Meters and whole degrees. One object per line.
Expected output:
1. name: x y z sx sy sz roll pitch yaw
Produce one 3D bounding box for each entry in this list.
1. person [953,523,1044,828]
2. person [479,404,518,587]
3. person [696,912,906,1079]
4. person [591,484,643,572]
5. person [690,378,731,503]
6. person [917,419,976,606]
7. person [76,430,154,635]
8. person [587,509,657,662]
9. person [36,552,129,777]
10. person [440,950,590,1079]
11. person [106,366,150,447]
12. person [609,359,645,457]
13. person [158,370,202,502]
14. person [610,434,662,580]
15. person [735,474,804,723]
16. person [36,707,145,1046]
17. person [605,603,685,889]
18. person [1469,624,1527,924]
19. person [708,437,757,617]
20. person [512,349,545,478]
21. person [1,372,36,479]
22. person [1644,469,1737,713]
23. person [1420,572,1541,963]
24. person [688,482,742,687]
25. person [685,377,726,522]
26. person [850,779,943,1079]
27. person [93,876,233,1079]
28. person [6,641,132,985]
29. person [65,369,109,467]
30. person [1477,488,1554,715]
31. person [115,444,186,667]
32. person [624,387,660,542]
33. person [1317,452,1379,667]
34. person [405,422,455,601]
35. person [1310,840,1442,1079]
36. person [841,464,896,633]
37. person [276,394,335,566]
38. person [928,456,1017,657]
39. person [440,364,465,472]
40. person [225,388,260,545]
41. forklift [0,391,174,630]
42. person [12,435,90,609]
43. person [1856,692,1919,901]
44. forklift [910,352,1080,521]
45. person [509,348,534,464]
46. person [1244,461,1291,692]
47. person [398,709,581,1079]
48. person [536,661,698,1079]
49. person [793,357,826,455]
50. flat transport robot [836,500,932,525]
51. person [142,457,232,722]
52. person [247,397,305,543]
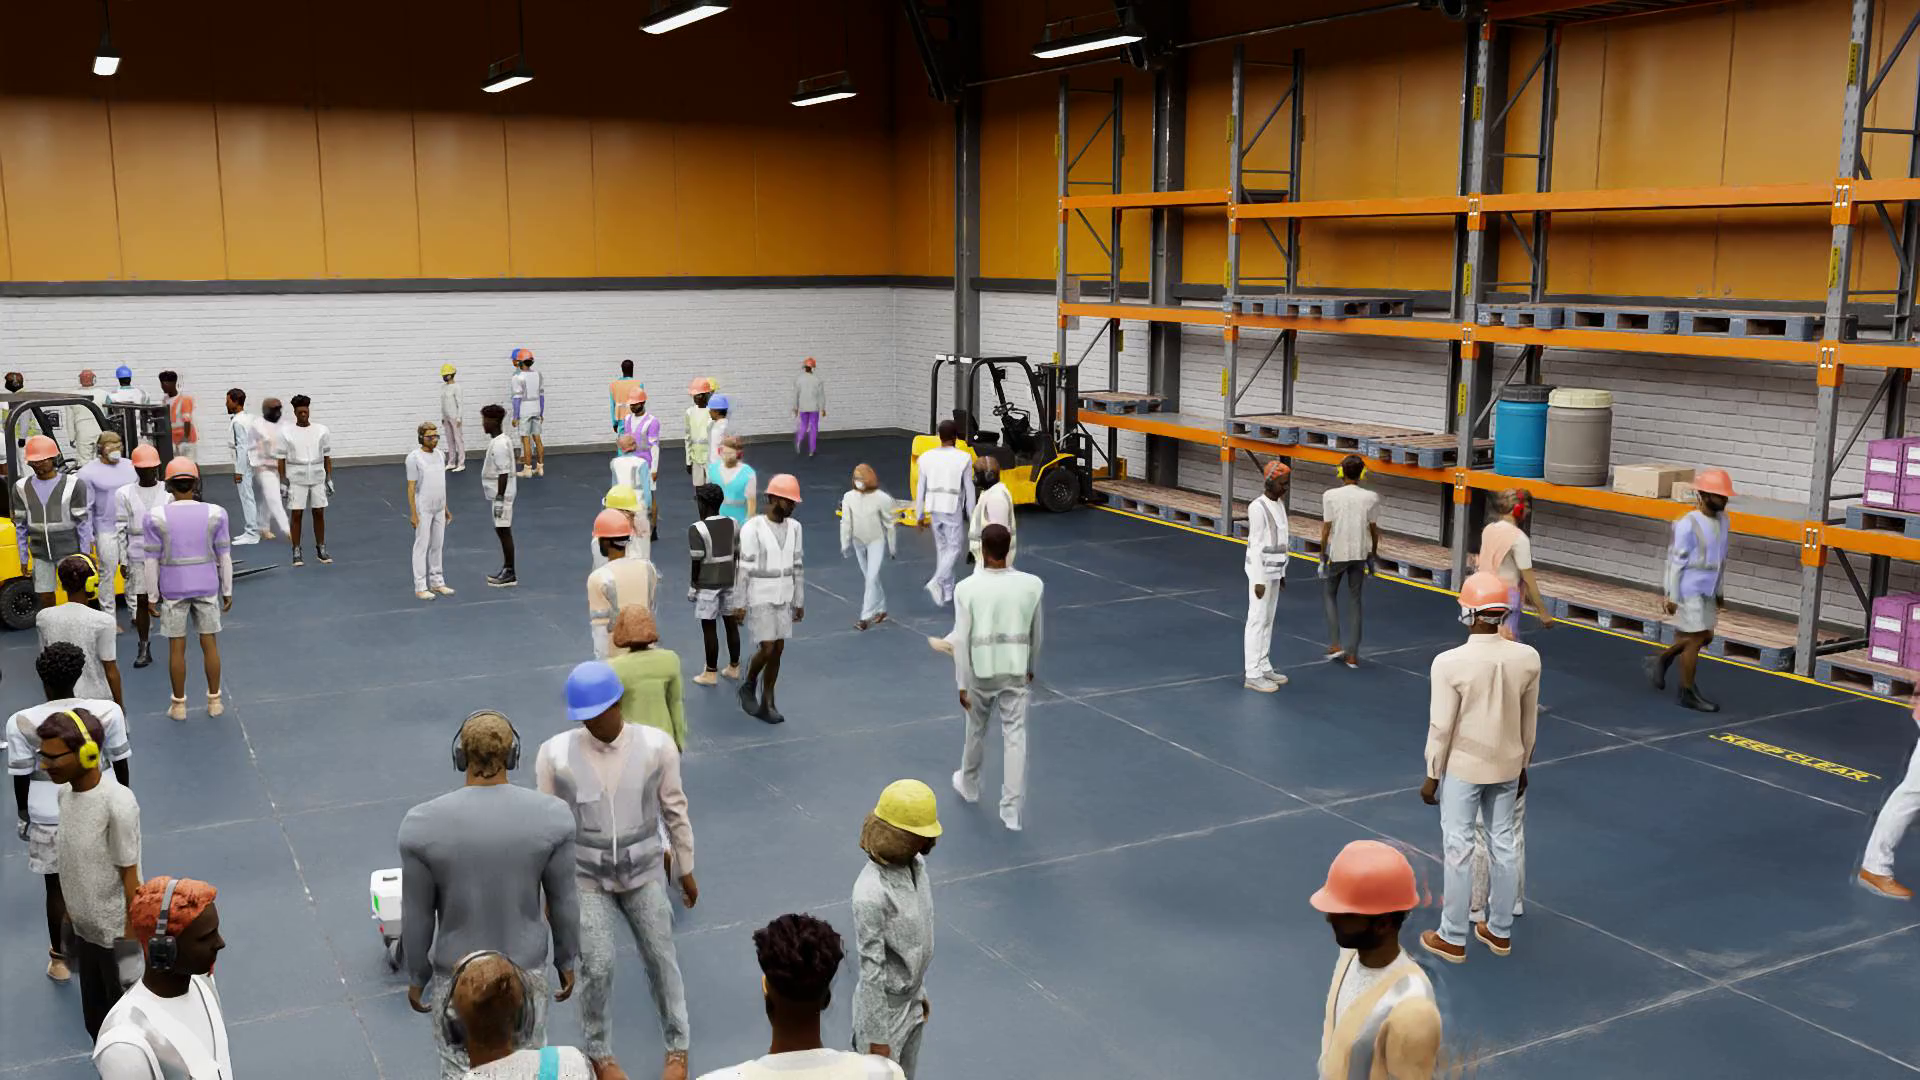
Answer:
1. person: 0.224 0.821 10.599 0.592 1.884 0.889 -2 10 -9
2. person: -4.949 -0.479 17.858 0.367 1.965 0.657 -3 10 -14
3. person: -0.394 1.907 4.164 0.622 1.943 0.697 -4 11 -23
4. person: -2.607 0.471 12.800 0.403 1.819 0.602 1 10 8
5. person: -3.527 -1.452 23.988 0.611 1.785 0.941 5 11 26
6. person: -0.163 -0.275 16.883 0.618 1.890 0.741 4 11 24
7. person: -7.925 -0.072 15.613 0.385 1.929 0.635 7 12 36
8. person: -2.266 0.744 10.941 0.649 1.918 0.554 10 14 44
9. person: -5.068 0.996 9.654 0.506 1.864 0.332 2 10 9
10. person: -1.134 1.958 4.324 0.498 1.804 0.943 -8 13 -38
11. person: -11.963 -1.535 23.971 0.408 1.942 0.615 9 13 42
12. person: -5.173 -1.852 25.912 0.599 1.908 0.401 4 10 20
13. person: -10.920 -1.395 23.181 0.641 1.939 0.635 5 11 26
14. person: -3.551 -0.350 18.137 0.616 1.607 0.320 6 11 30
15. person: -1.421 0.452 12.625 0.589 1.913 0.434 -9 13 -41
16. person: -3.340 1.552 6.466 0.523 1.858 0.337 7 12 35
17. person: -1.742 1.171 9.389 0.512 1.609 0.686 -8 12 -38
18. person: 2.848 1.241 8.908 0.513 1.631 0.318 -5 11 -25
19. person: -2.256 -0.165 16.599 0.619 1.779 0.942 4 11 24
20. person: -6.875 -2.012 26.440 0.374 2.044 0.605 7 12 34
21. person: -13.695 -1.525 24.217 0.429 1.844 0.626 -7 12 -36
22. person: 5.737 0.367 13.091 0.567 1.922 0.680 -6 12 -33
23. person: 2.616 1.145 8.403 0.608 1.995 0.377 -3 10 -16
24. person: -2.024 0.365 13.759 0.319 1.694 0.534 9 13 42
25. person: -3.185 -1.006 20.697 0.601 2.035 0.404 5 11 28
26. person: -0.214 1.696 5.980 0.319 1.734 0.483 4 10 19
27. person: -2.184 1.851 4.680 0.358 1.880 0.575 -1 10 -4
28. person: -4.355 1.332 8.183 0.540 1.696 0.316 -6 12 -32
29. person: -12.443 -1.496 23.863 0.639 1.909 0.409 -4 11 -22
30. person: 4.194 0.504 12.623 0.769 1.808 0.583 -1 10 -5
31. person: -6.972 0.137 14.370 0.552 1.936 0.362 -4 11 -21
32. person: -3.955 -0.930 20.546 0.544 1.929 0.388 6 12 32
33. person: 3.368 0.164 14.477 0.554 1.845 0.585 0 10 -2
34. person: -5.480 -0.307 17.190 0.325 1.843 0.517 5 11 26
35. person: 1.270 1.795 4.922 0.867 1.913 0.551 -1 10 -4
36. person: -0.885 0.070 15.782 0.495 1.581 0.889 5 11 25
37. person: -7.493 -0.692 19.061 0.613 1.964 0.361 -7 12 -36
38. person: 0.204 0.149 14.726 0.960 1.792 0.646 1 10 3
39. person: -8.307 -1.996 27.148 0.522 1.767 0.316 8 13 39
40. person: -8.796 -0.905 20.426 0.392 1.919 0.591 -3 10 -17
41. forklift: -9.026 -0.363 16.508 1.214 2.155 2.313 6 11 29
42. person: -7.781 0.109 14.275 0.600 2.035 0.402 -1 10 -8
43. person: 5.555 1.068 9.180 1.017 1.873 0.713 4 11 23
44. forklift: 0.460 -1.461 22.833 2.313 2.155 1.214 -5 11 -28
45. person: -7.423 -2.270 28.198 0.391 1.948 0.605 0 10 2
46. person: 2.529 0.286 13.659 0.355 1.887 0.572 5 11 29
47. person: -1.719 1.574 6.144 0.634 1.928 0.381 -4 11 -21
48. person: -1.445 1.427 7.060 0.661 1.918 0.453 -3 10 -16
49. person: -2.647 -2.340 29.204 0.568 1.734 0.424 4 10 20
50. flat transport robot: -0.917 -0.396 22.235 1.431 0.197 0.652 8 12 37
51. person: -5.907 0.375 12.744 0.612 2.033 0.411 -6 12 -33
52. person: -8.445 -0.862 20.533 0.949 1.792 0.639 5 11 26
